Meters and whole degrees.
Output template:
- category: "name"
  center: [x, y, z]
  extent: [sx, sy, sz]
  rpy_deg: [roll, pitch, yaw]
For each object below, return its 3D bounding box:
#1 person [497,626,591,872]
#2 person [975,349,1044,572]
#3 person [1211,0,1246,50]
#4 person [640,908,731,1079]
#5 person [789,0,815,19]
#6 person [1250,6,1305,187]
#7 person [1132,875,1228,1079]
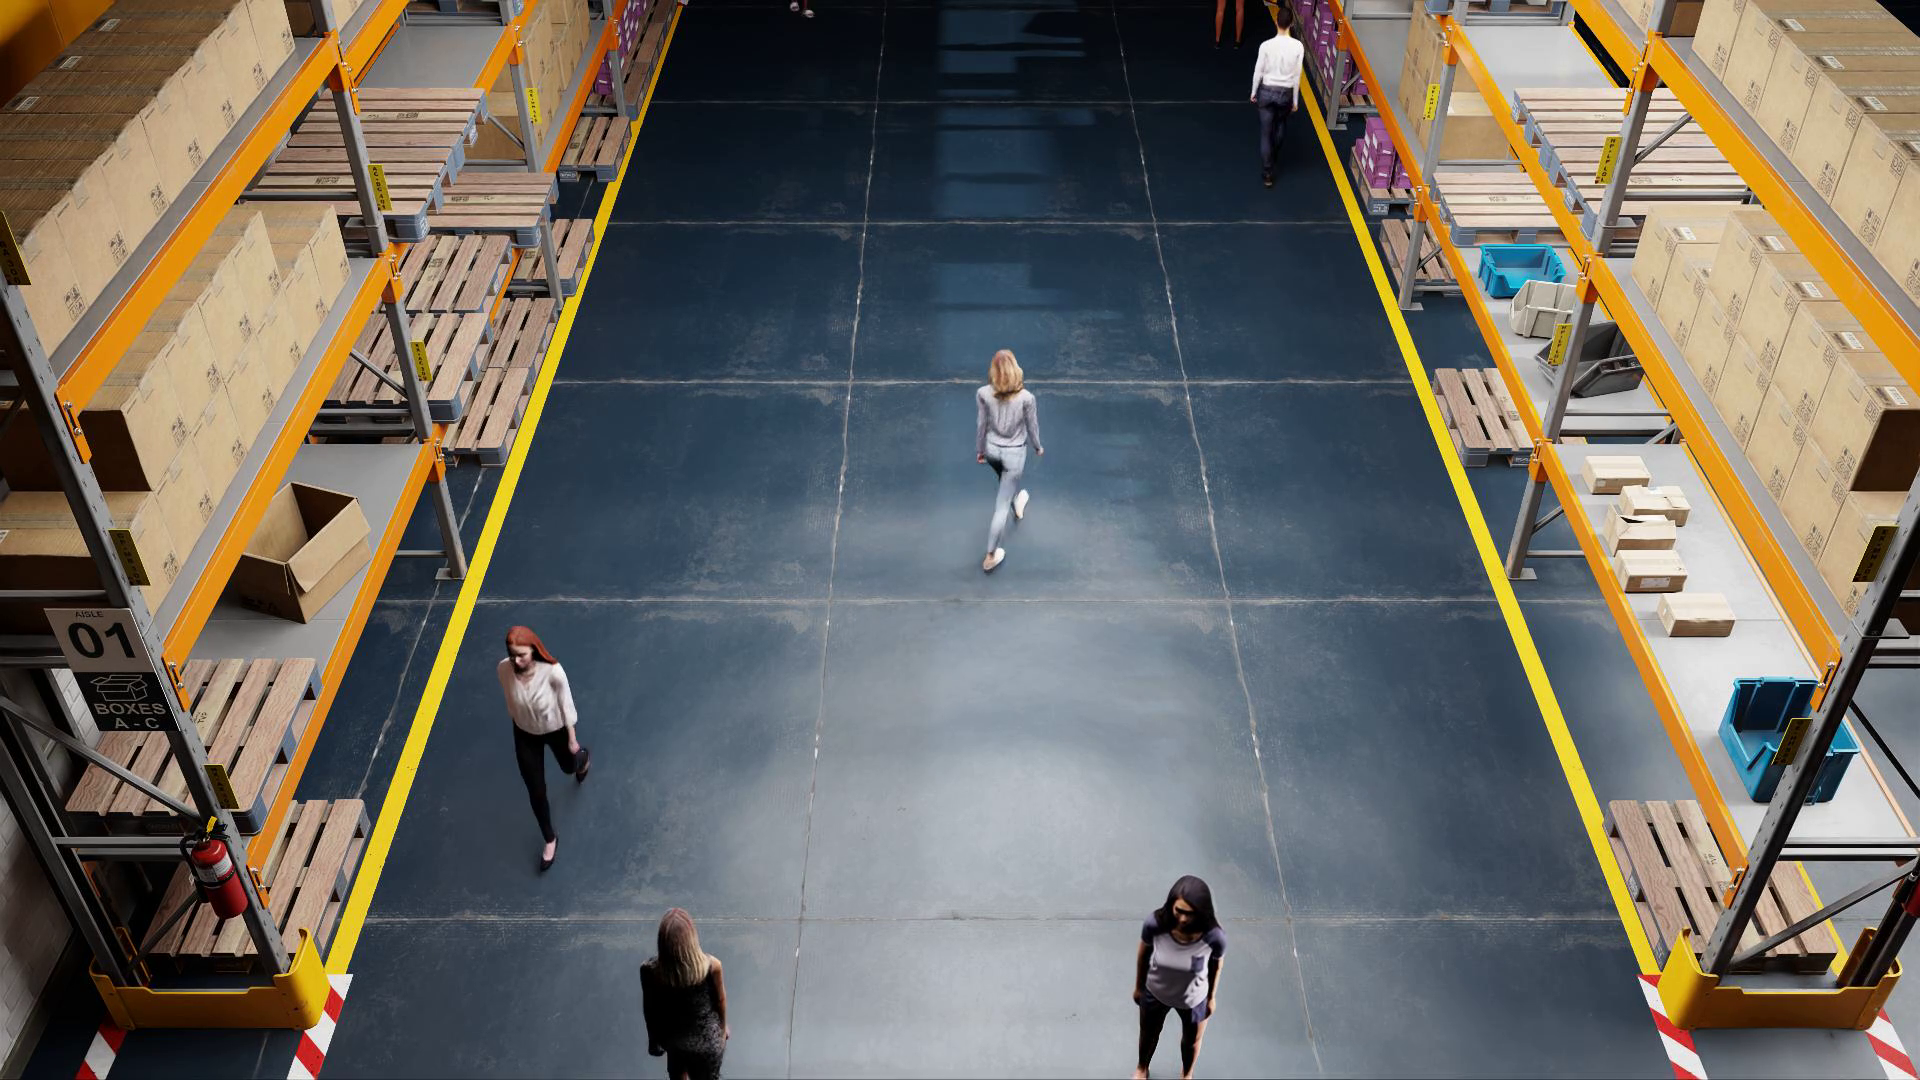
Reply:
- category: "person"
  center: [-2.529, 1.162, 10.279]
  extent: [0.679, 1.729, 1.117]
  rpy_deg: [3, 39, 4]
- category: "person"
  center: [0.307, -0.551, 12.408]
  extent: [0.924, 1.749, 1.216]
  rpy_deg: [16, 41, 19]
- category: "person"
  center: [3.338, -6.882, 20.343]
  extent: [0.607, 1.741, 0.519]
  rpy_deg: [3, 39, 3]
- category: "person"
  center: [-1.395, 2.607, 8.520]
  extent: [0.572, 1.666, 0.725]
  rpy_deg: [1, 39, 2]
- category: "person"
  center: [-2.173, -7.630, 21.309]
  extent: [0.807, 1.704, 0.994]
  rpy_deg: [-12, 40, -15]
- category: "person"
  center: [3.311, -4.597, 17.398]
  extent: [0.683, 1.844, 1.044]
  rpy_deg: [2, 39, 3]
- category: "person"
  center: [1.150, 2.373, 8.781]
  extent: [0.640, 1.706, 0.592]
  rpy_deg: [8, 39, 9]
